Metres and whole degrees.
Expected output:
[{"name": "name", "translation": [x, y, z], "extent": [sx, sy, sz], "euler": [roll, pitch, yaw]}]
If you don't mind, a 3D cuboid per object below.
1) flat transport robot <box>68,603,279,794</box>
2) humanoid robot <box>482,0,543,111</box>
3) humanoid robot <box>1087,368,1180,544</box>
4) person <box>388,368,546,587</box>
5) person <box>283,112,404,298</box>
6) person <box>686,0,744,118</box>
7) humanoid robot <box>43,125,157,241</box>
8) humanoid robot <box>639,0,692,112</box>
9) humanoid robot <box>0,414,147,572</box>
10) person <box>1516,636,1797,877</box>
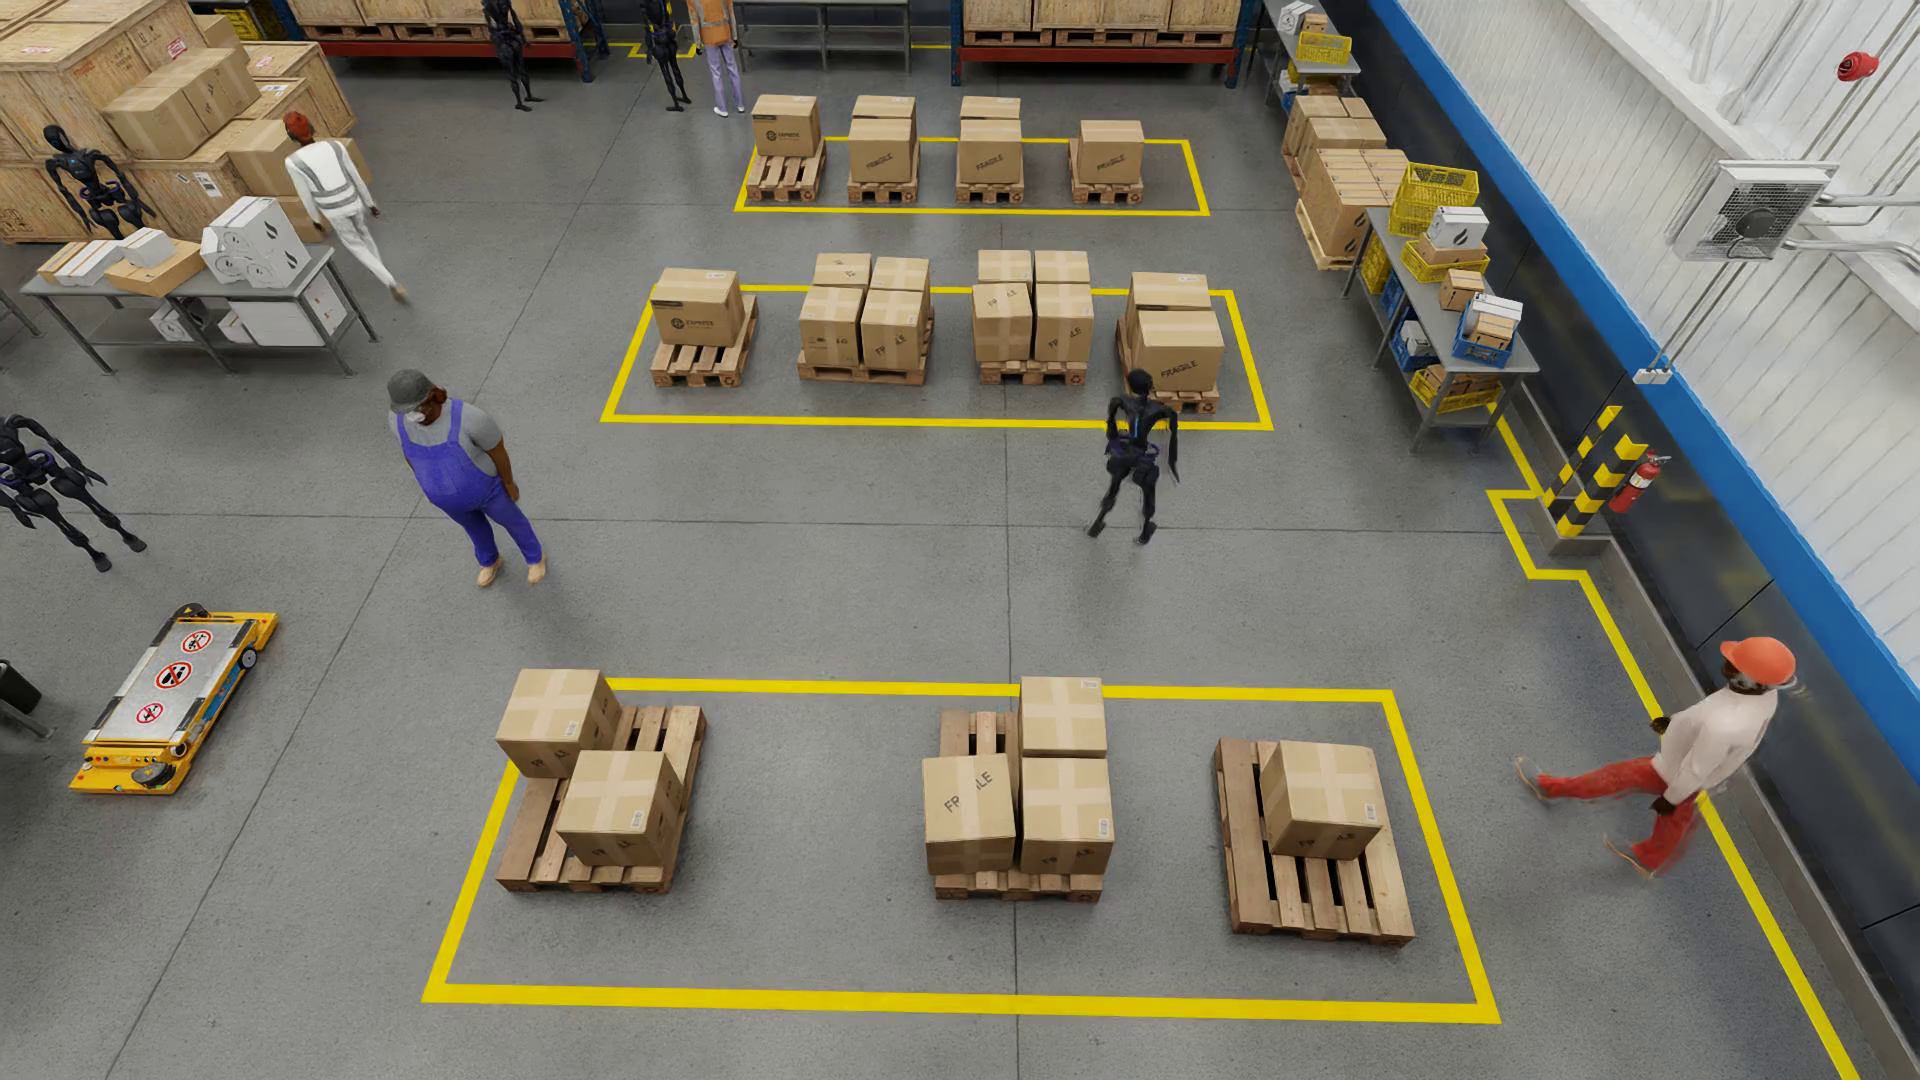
[{"name": "flat transport robot", "translation": [-5.504, 1.072, 6.442], "extent": [0.652, 0.197, 1.431], "euler": [1, 50, 1]}, {"name": "humanoid robot", "translation": [-5.883, -6.492, 11.937], "extent": [0.325, 1.652, 0.595], "euler": [12, 51, 10]}, {"name": "humanoid robot", "translation": [1.367, -0.596, 6.958], "extent": [0.664, 1.630, 0.458], "euler": [23, 53, 18]}, {"name": "person", "translation": [-3.522, -0.386, 6.534], "extent": [0.677, 2.000, 0.537], "euler": [-1, 50, 0]}, {"name": "person", "translation": [-6.107, -3.287, 9.115], "extent": [0.835, 1.857, 0.578], "euler": [26, 55, 20]}, {"name": "person", "translation": [-3.127, -6.429, 11.726], "extent": [0.583, 1.918, 0.371], "euler": [-24, 54, -19]}, {"name": "humanoid robot", "translation": [-8.616, -3.387, 9.301], "extent": [0.612, 1.657, 0.317], "euler": [-25, 54, -20]}, {"name": "humanoid robot", "translation": [-3.879, -6.477, 11.915], "extent": [0.320, 1.657, 0.611], "euler": [14, 51, 12]}, {"name": "humanoid robot", "translation": [-6.775, -0.409, 6.790], "extent": [0.342, 1.651, 0.568], "euler": [26, 54, 20]}, {"name": "person", "translation": [4.061, 1.193, 5.262], "extent": [0.613, 1.932, 1.012], "euler": [-25, 54, -20]}]
